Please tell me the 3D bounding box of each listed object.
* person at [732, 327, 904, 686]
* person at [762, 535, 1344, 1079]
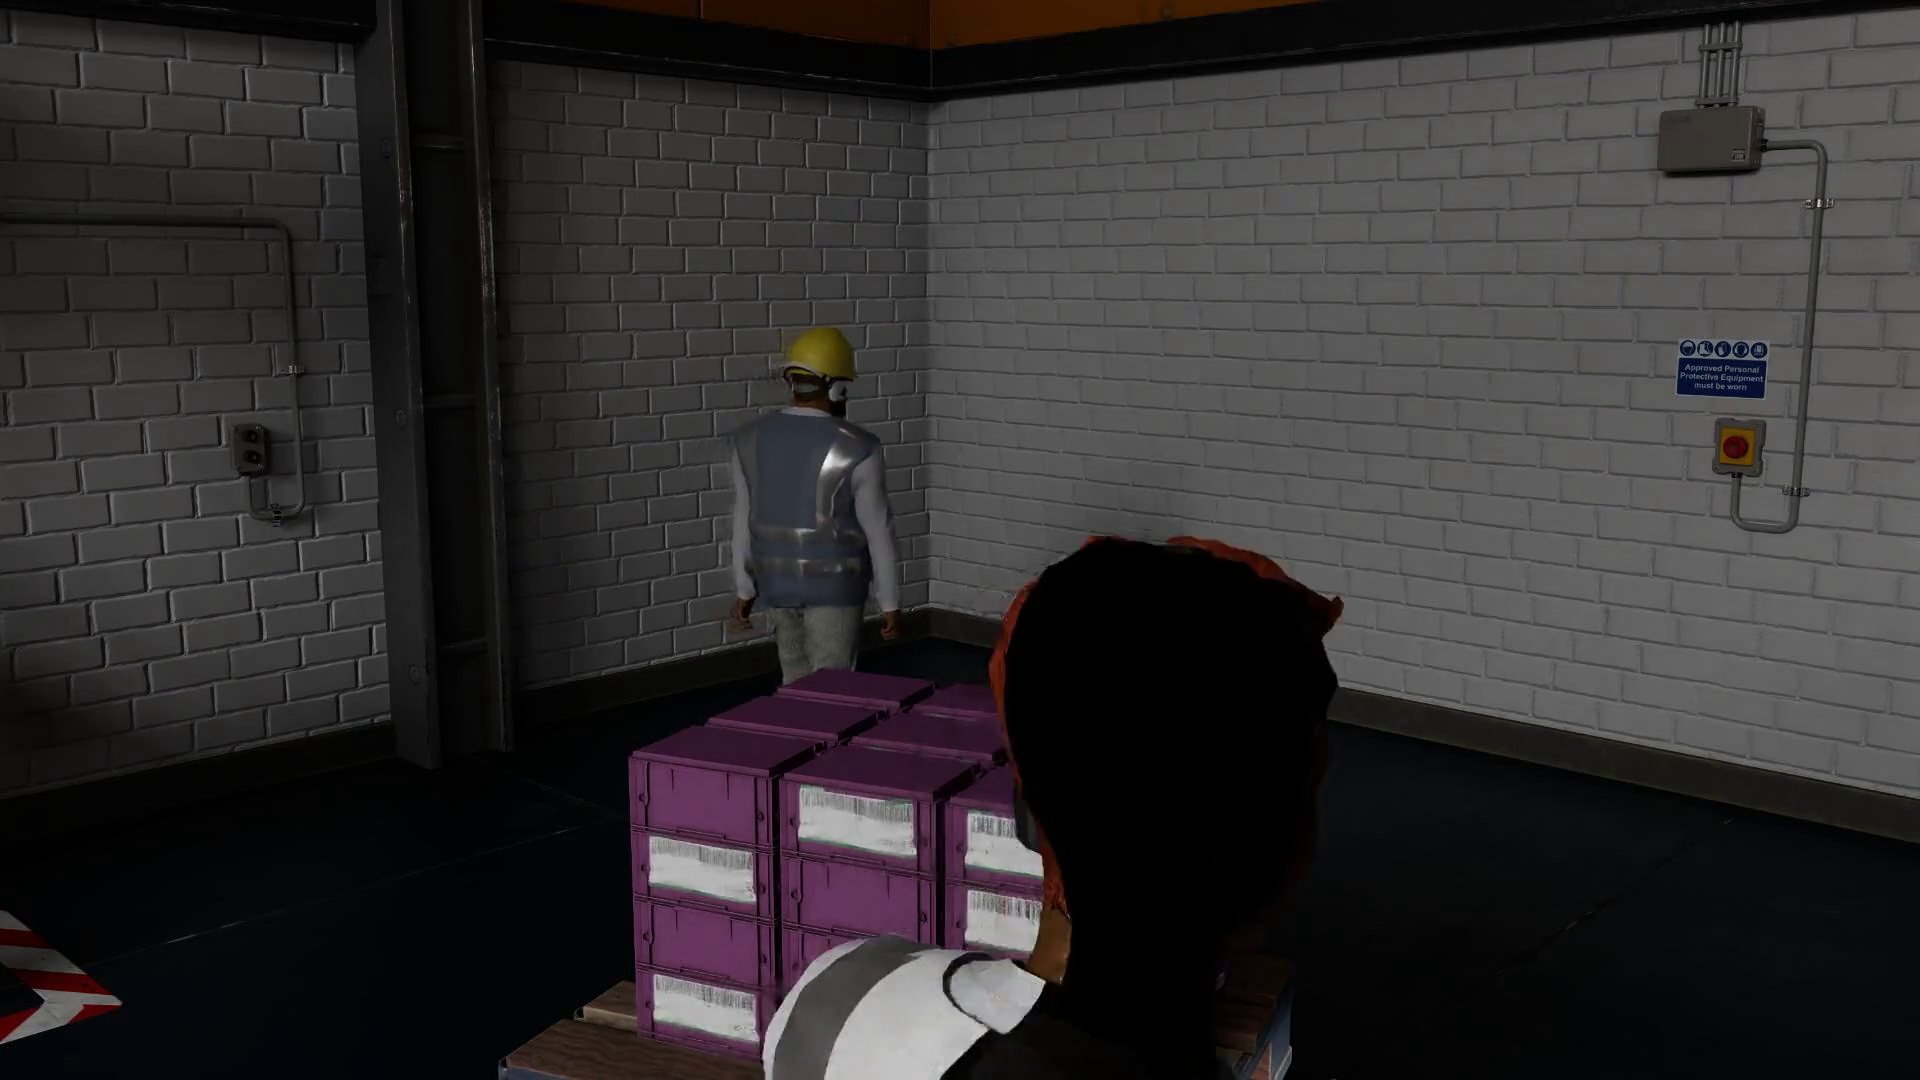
[{"bbox_3d":[-0.488,0.162,5.898,0.629,1.818,0.470,5,10,26],"label":"person"},{"bbox_3d":[0.160,0.906,1.233,0.597,1.845,0.872,9,13,43],"label":"person"}]
